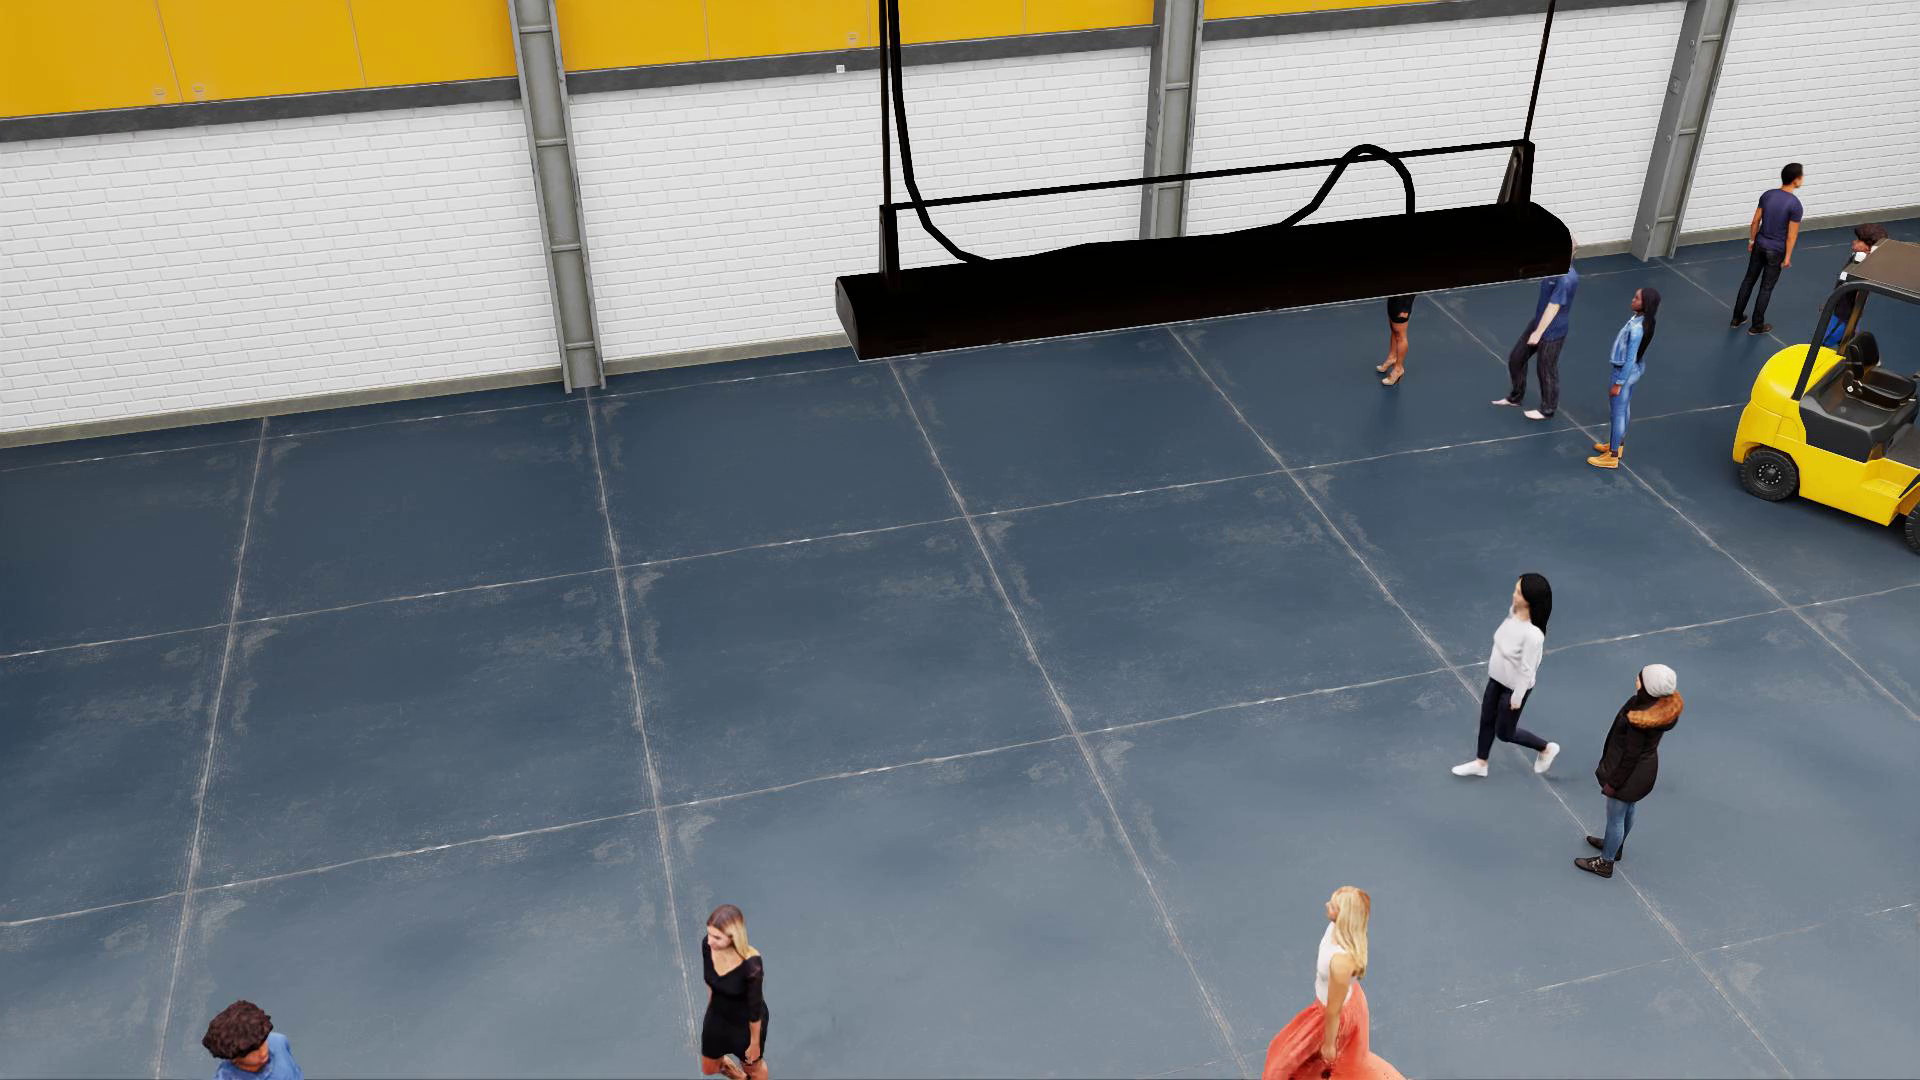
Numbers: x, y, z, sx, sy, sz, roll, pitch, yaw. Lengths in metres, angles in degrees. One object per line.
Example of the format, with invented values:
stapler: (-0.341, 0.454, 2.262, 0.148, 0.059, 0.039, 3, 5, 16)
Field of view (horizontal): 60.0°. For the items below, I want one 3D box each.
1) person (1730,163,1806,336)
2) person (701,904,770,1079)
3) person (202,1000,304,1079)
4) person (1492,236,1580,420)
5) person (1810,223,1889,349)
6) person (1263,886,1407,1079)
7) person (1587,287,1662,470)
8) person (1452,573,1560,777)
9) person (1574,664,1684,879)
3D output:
person: (8.241, -2.973, 16.938, 0.624, 1.789, 0.695, -19, 38, -27)
person: (-1.114, 2.502, 8.812, 0.663, 1.667, 0.721, 19, 38, 26)
person: (-3.405, 2.894, 8.110, 0.936, 1.791, 0.875, 10, 35, 15)
person: (5.520, -1.934, 15.326, 0.864, 1.845, 0.777, 1, 34, 1)
person: (8.451, -2.137, 15.707, 1.236, 1.760, 1.041, 11, 35, 16)
person: (2.059, 2.515, 8.699, 1.238, 1.771, 1.059, 11, 35, 16)
person: (5.899, -1.445, 14.711, 0.739, 1.711, 0.668, 19, 38, 27)
person: (3.777, 0.950, 11.129, 0.946, 1.686, 0.702, -3, 34, -4)
person: (4.214, 1.433, 10.449, 0.807, 1.634, 0.727, 25, 41, 32)
